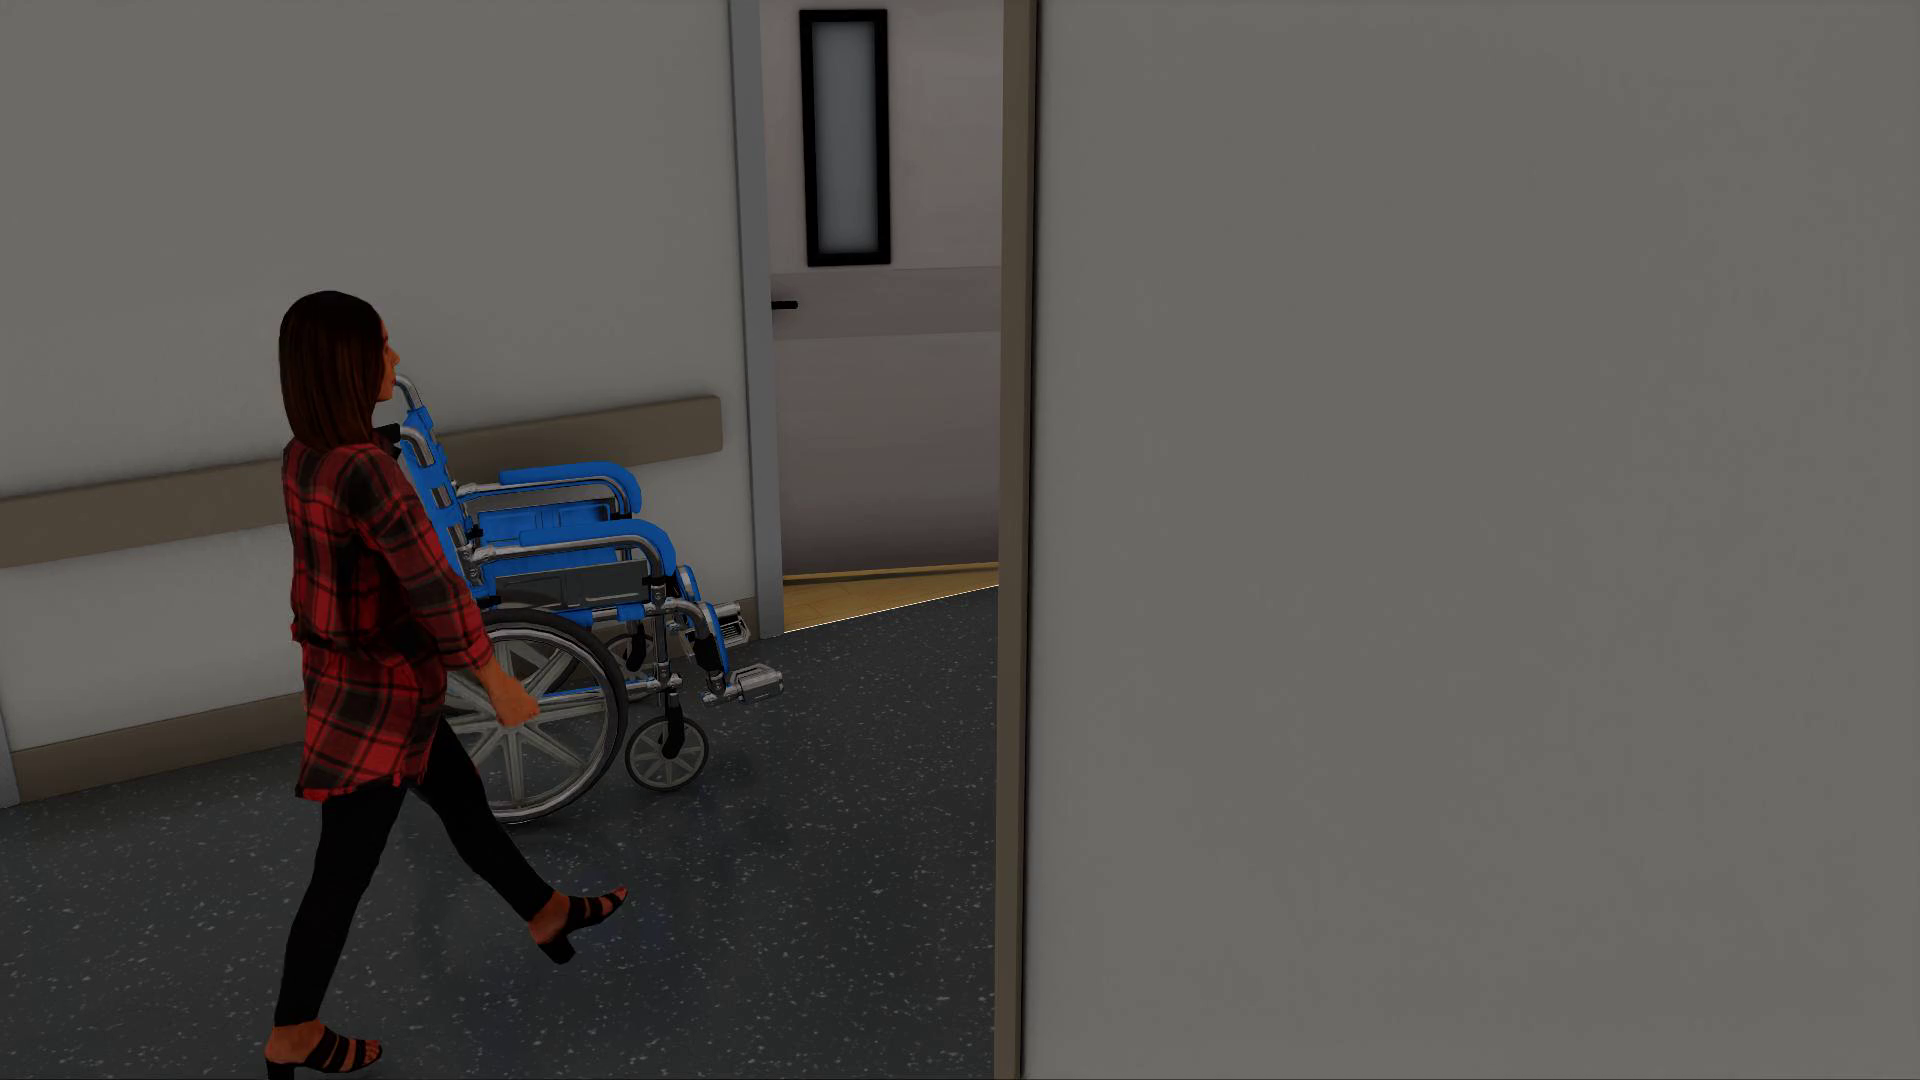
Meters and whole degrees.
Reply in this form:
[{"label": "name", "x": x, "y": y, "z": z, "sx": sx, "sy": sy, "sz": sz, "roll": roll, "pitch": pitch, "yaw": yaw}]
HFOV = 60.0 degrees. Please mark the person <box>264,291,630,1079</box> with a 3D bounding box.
[{"label": "person", "x": -1.255, "y": 0.379, "z": 3.360, "sx": 1.103, "sy": 1.653, "sz": 0.684, "roll": -15, "pitch": 25, "yaw": -34}]
